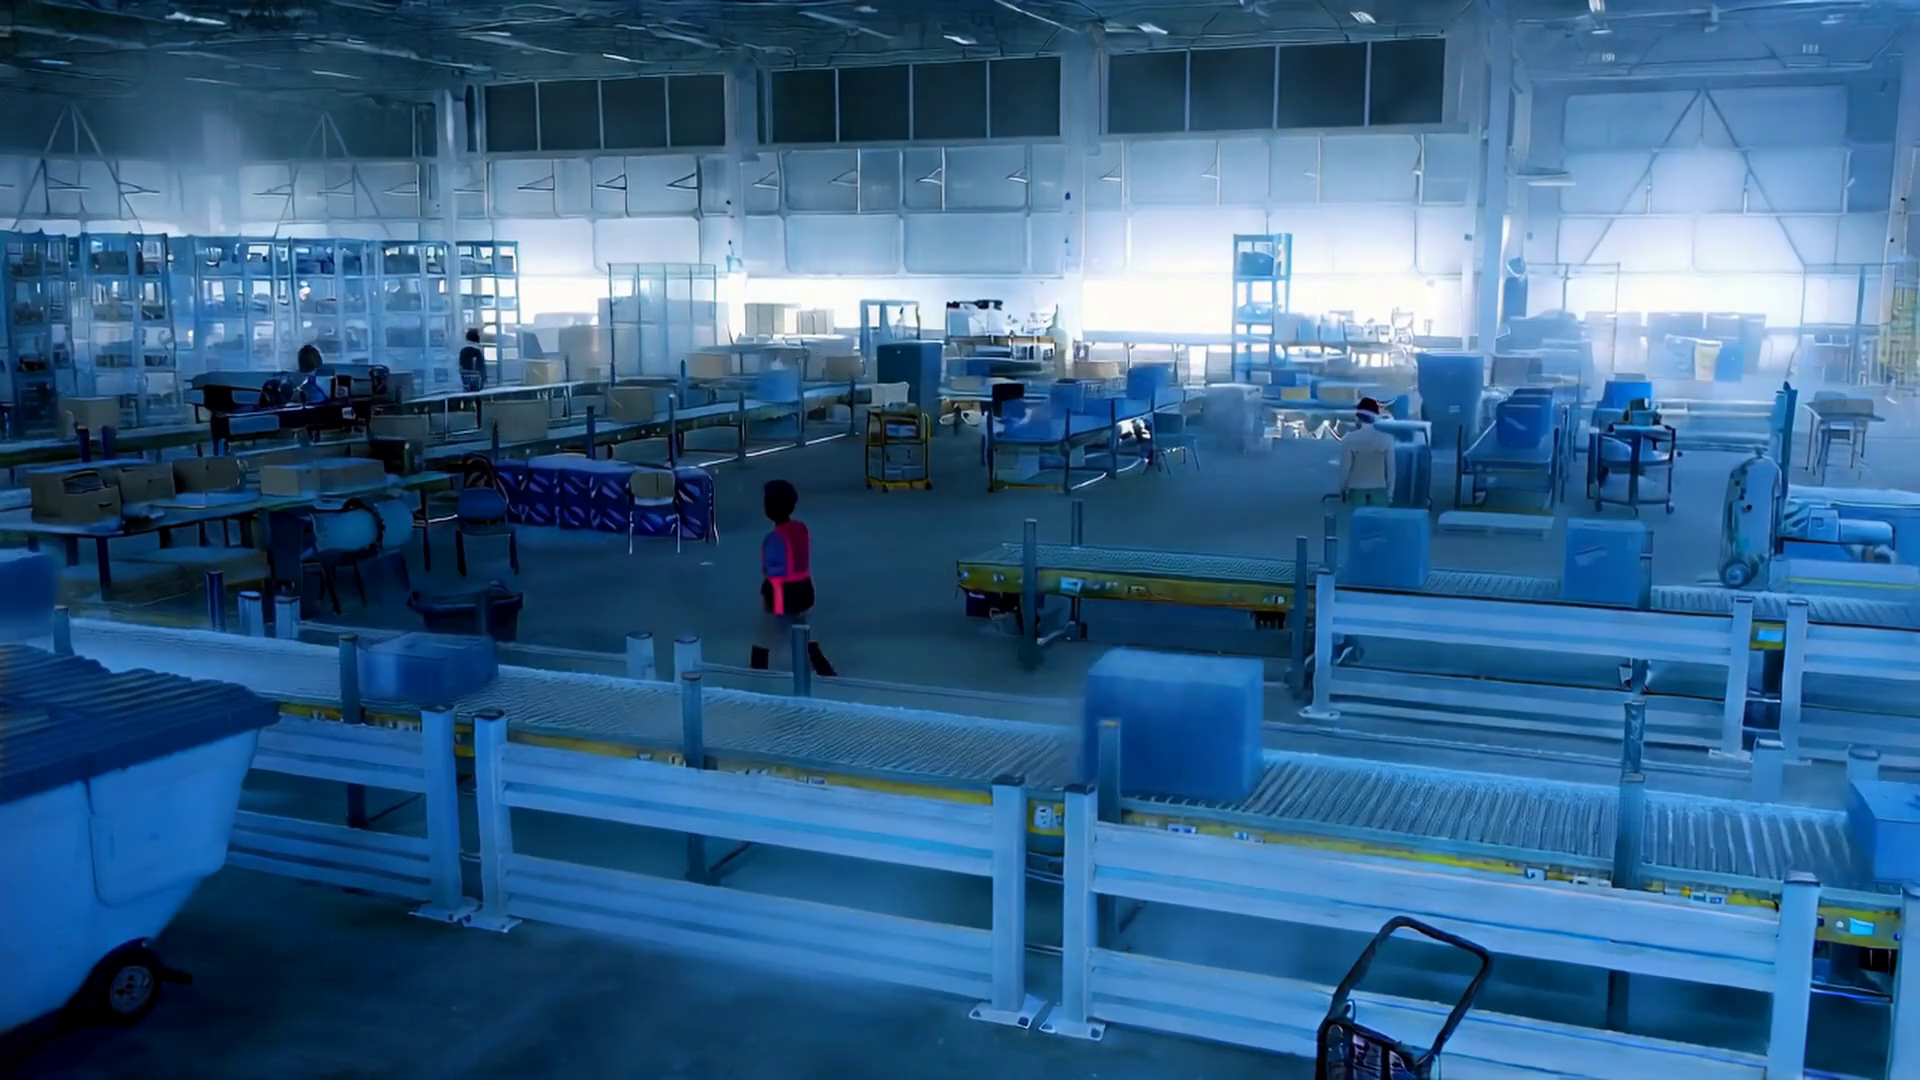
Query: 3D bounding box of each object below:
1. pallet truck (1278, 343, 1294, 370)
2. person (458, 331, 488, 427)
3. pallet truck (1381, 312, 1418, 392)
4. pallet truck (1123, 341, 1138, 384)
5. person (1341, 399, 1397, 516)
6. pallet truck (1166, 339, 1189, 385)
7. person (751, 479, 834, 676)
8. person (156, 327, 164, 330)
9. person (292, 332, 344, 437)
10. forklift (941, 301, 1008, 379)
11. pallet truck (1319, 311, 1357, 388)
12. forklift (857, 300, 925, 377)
[{"bbox_3d":[7.886,-4.163,39.743,0.653,1.274,1.630,4,10,22],"label":"pallet truck"},{"bbox_3d":[-9.137,-3.009,31.179,0.606,1.820,0.589,5,11,27],"label":"person"},{"bbox_3d":[10.207,-4.283,38.369,0.823,1.965,1.885,3,10,20],"label":"pallet truck"},{"bbox_3d":[4.445,-4.380,41.279,0.680,1.201,1.601,4,10,22],"label":"pallet truck"},{"bbox_3d":[3.929,-0.476,16.027,0.523,1.760,0.327,3,10,15],"label":"person"},{"bbox_3d":[5.418,-4.269,40.420,0.704,1.261,1.522,3,10,20],"label":"pallet truck"},{"bbox_3d":[-1.141,0.421,10.913,0.887,1.651,0.536,4,10,24],"label":"person"},{"bbox_3d":[-17.969,-4.046,37.453,0.569,1.831,0.411,-7,11,-35],"label":"person"},{"bbox_3d":[-11.520,-2.764,29.607,0.659,1.860,0.980,6,11,33],"label":"person"},{"bbox_3d":[0.365,-4.966,41.571,1.157,1.987,2.680,3,10,20],"label":"forklift"},{"bbox_3d":[9.071,-4.419,39.190,0.823,1.965,1.885,5,10,26],"label":"pallet truck"},{"bbox_3d":[-1.732,-5.109,42.468,1.157,1.987,2.680,4,10,22],"label":"forklift"}]
